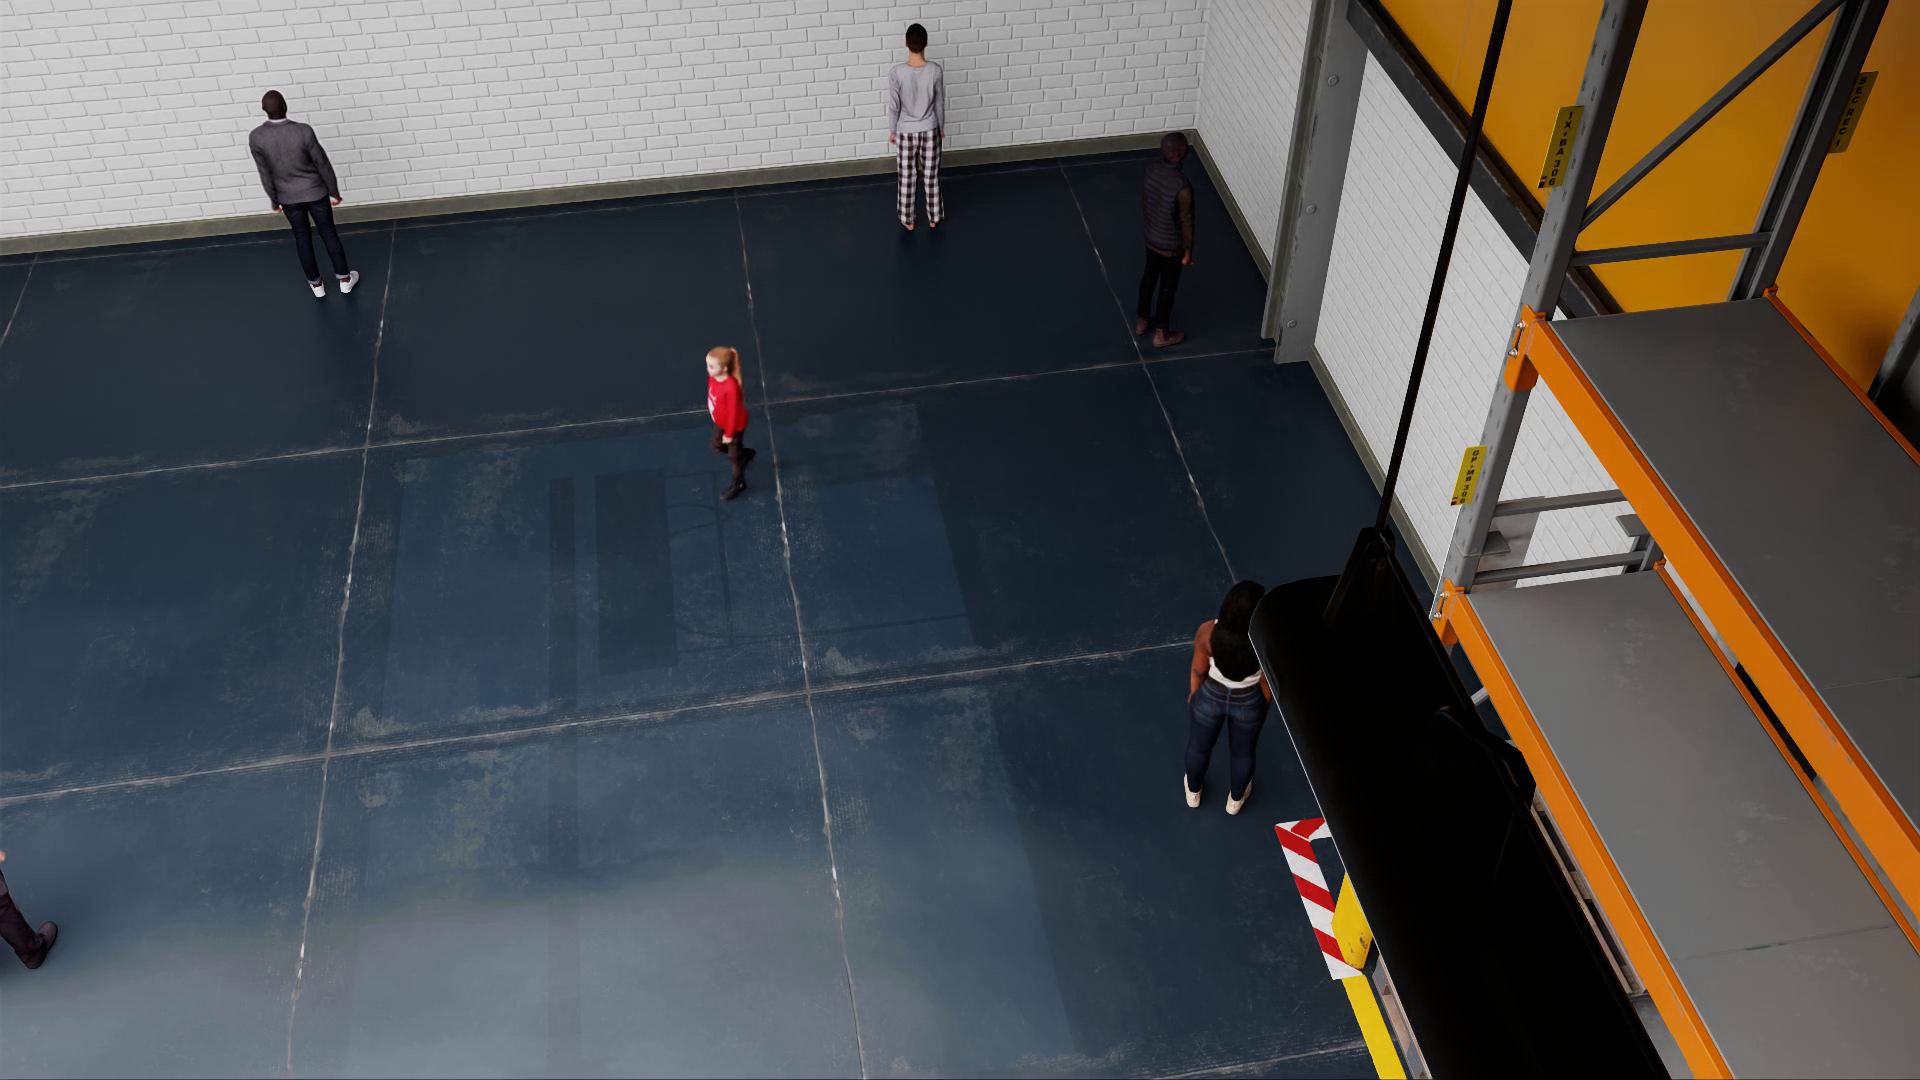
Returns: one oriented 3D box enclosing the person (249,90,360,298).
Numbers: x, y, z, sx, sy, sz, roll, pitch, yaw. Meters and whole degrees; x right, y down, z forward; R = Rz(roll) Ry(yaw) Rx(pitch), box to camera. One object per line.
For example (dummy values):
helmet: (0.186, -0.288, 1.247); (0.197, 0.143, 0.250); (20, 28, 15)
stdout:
person: (-5.262, -2.758, 13.313); (0.701, 1.818, 0.573); (-8, 44, -8)

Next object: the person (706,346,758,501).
person: (-1.580, -0.857, 11.712); (0.698, 1.274, 0.659); (-28, 50, -26)

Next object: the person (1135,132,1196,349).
person: (1.584, -2.327, 12.848); (0.838, 1.836, 0.674); (-26, 49, -25)

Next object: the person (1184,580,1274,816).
person: (1.538, 0.908, 9.471); (0.736, 1.810, 0.744); (11, 45, 11)

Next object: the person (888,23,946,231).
person: (-0.356, -3.466, 14.035); (0.618, 1.847, 0.507); (-7, 44, -7)
